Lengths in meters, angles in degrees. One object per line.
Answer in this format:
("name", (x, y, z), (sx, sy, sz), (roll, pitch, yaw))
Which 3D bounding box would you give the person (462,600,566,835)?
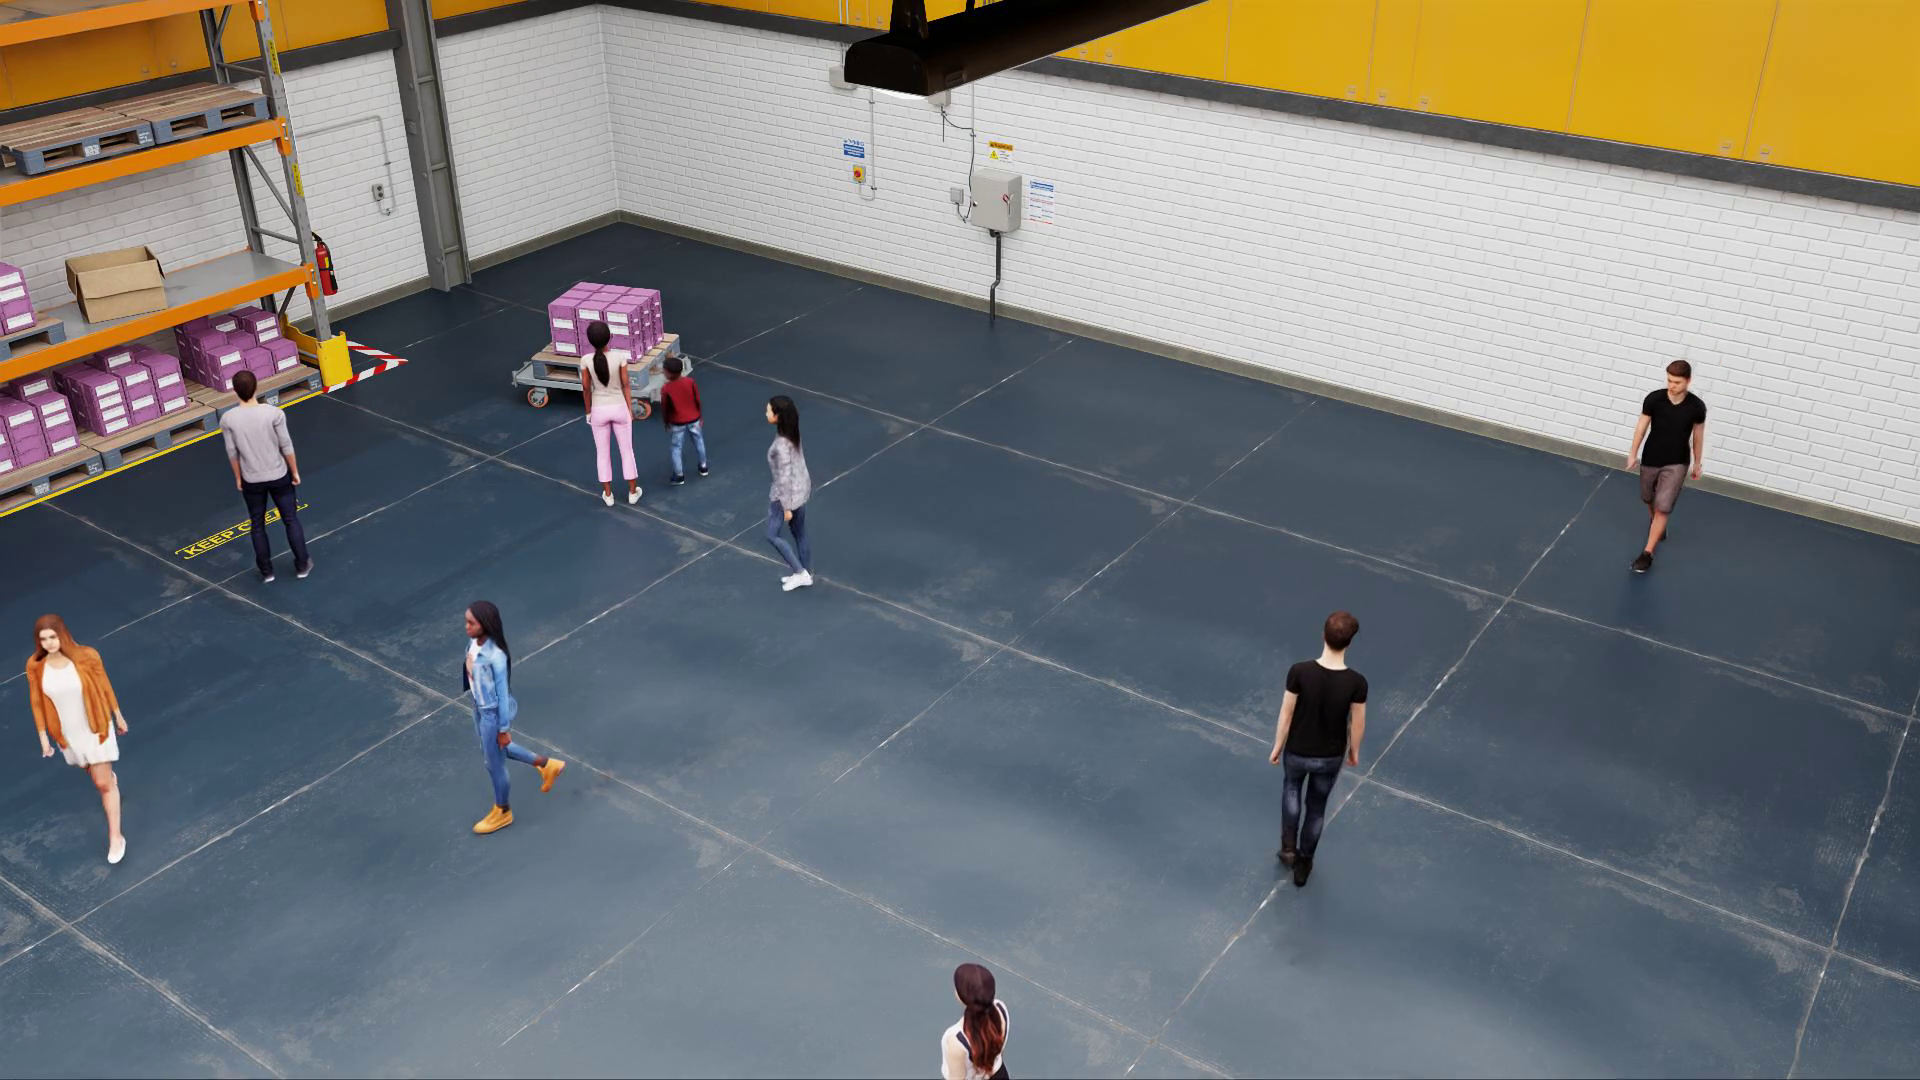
("person", (-2.936, 1.112, 10.796), (1.007, 1.700, 0.825), (-17, 33, -29))

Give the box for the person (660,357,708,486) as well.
("person", (-2.567, -1.105, 15.349), (0.639, 1.232, 0.724), (-7, 29, -13))

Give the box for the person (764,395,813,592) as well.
("person", (-1.293, -0.365, 13.482), (0.773, 1.721, 0.645), (8, 30, 14))

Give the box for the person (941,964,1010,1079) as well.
("person", (0.091, 2.688, 7.963), (0.609, 1.646, 0.474), (21, 35, 33))

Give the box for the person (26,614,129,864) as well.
("person", (-5.643, 1.166, 10.713), (1.125, 1.685, 1.133), (-7, 29, -13))

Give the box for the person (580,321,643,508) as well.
("person", (-3.132, -1.130, 14.862), (0.645, 1.744, 0.704), (-5, 29, -8))

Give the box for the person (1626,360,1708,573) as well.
("person", (5.963, -0.688, 13.972), (0.732, 1.817, 1.167), (17, 33, 29))

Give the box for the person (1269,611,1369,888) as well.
("person", (2.171, 1.348, 10.176), (0.783, 1.879, 0.753), (7, 29, 12))

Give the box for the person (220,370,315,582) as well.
("person", (-5.708, -0.527, 13.655), (0.695, 1.840, 0.785), (-8, 30, -14))
